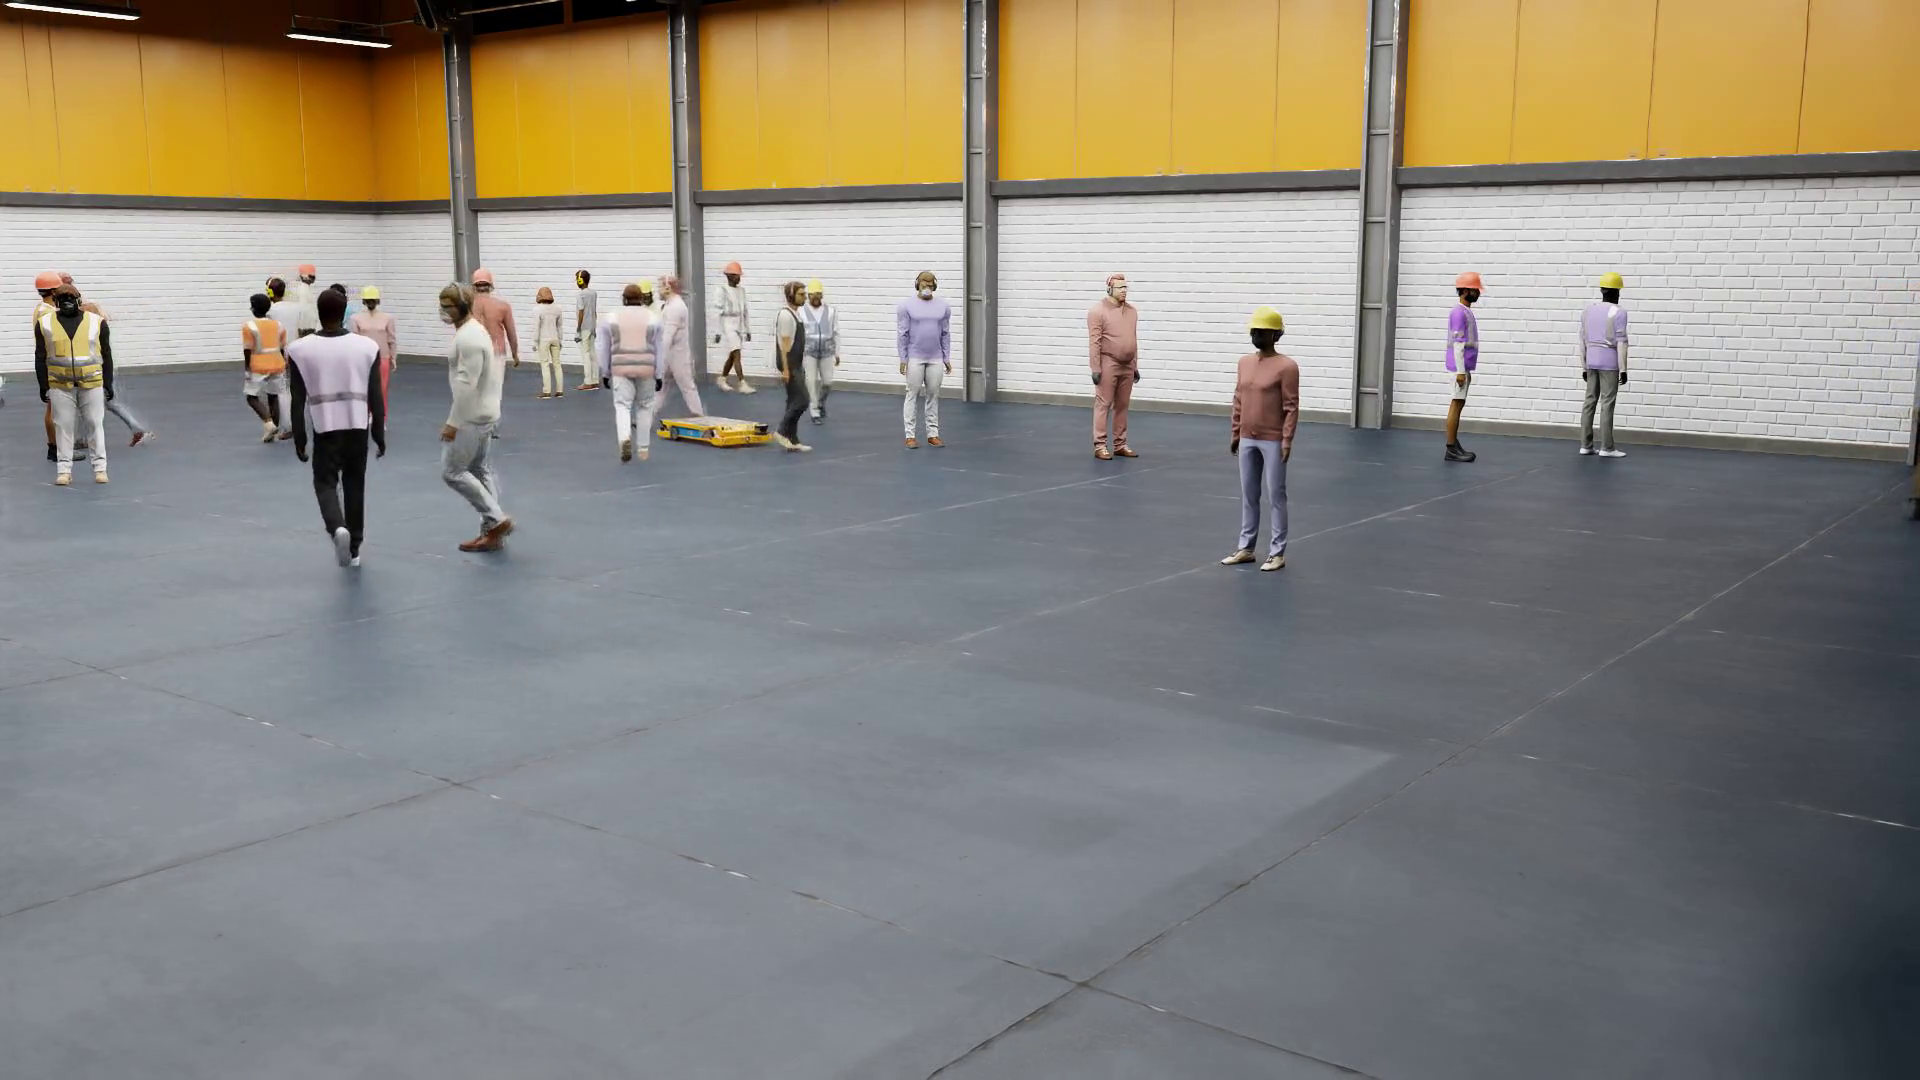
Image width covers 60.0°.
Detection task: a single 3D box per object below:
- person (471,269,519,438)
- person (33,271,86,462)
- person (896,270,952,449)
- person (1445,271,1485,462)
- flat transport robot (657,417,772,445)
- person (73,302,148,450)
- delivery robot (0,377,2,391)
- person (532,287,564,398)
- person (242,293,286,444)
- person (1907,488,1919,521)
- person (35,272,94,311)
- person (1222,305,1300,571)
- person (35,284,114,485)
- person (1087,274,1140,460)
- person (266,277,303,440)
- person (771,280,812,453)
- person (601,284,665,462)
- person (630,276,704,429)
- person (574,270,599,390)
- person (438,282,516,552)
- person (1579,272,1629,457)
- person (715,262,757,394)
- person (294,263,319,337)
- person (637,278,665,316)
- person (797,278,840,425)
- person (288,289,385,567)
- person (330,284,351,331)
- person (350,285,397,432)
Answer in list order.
[{"bbox_3d":[-5.472,-2.160,19.272,0.623,1.951,1.020,-1,10,-3],"label":"person"},{"bbox_3d":[-9.231,-1.771,17.000,0.349,1.940,0.551,-7,12,-36],"label":"person"},{"bbox_3d":[-0.384,-1.965,18.158,0.627,1.934,0.371,-4,10,-21],"label":"person"},{"bbox_3d":[5.151,-1.772,17.016,0.351,1.941,0.545,4,10,21],"label":"person"},{"bbox_3d":[-2.787,-1.243,18.788,0.652,0.197,1.431,-8,13,-39],"label":"flat transport robot"},{"bbox_3d":[-9.290,-1.773,18.011,0.789,1.602,0.500,-1,10,-6],"label":"person"},{"bbox_3d":[-13.599,-2.138,22.898,0.707,0.478,0.477,-7,12,-35],"label":"delivery robot"},{"bbox_3d":[-6.066,-2.901,24.476,0.268,1.632,0.507,9,13,41],"label":"person"},{"bbox_3d":[-7.675,-1.885,18.412,0.434,1.687,0.543,7,12,34],"label":"person"},{"bbox_3d":[8.011,-1.074,13.108,0.993,1.883,0.568,1,10,5],"label":"person"},{"bbox_3d":[-10.395,-2.155,19.392,0.686,1.898,0.395,-7,12,-37],"label":"person"},{"bbox_3d":[2.023,-0.679,11.144,0.311,1.772,0.523,-8,13,-40],"label":"person"},{"bbox_3d":[-8.123,-1.425,15.279,0.635,1.842,0.429,-4,11,-24],"label":"person"},{"bbox_3d":[1.614,-1.785,17.187,0.651,1.907,0.409,-8,12,-38],"label":"person"},{"bbox_3d":[-7.770,-2.063,18.978,0.606,1.849,0.557,7,12,34],"label":"person"},{"bbox_3d":[-1.741,-1.821,17.605,0.402,1.832,0.547,1,10,7],"label":"person"},{"bbox_3d":[-3.308,-1.678,16.842,0.642,1.816,0.749,-2,10,-9],"label":"person"},{"bbox_3d":[-3.442,-2.153,19.483,0.965,1.856,0.642,-3,10,-16],"label":"person"},{"bbox_3d":[-5.839,-3.268,25.930,0.328,1.872,0.511,3,10,18],"label":"person"},{"bbox_3d":[-3.417,-0.828,11.581,0.463,1.915,0.642,-3,10,-17],"label":"person"},{"bbox_3d":[6.725,-1.825,17.354,0.370,1.929,0.585,-5,11,-27],"label":"person"},{"bbox_3d":[-3.458,-3.237,25.377,0.945,2.007,0.623,6,12,33],"label":"person"},{"bbox_3d":[-10.294,-3.358,26.154,0.542,1.979,0.618,-3,10,-18],"label":"person"},{"bbox_3d":[-4.172,-2.613,22.357,0.605,1.798,0.528,-4,11,-23],"label":"person"},{"bbox_3d":[-1.789,-2.341,20.681,0.611,1.813,0.440,-3,10,-16],"label":"person"},{"bbox_3d":[-4.132,-0.724,11.092,0.598,1.889,0.659,-5,11,-27],"label":"person"},{"bbox_3d":[-9.342,-2.984,24.883,0.808,1.661,0.540,-6,11,-29],"label":"person"},{"bbox_3d":[-6.977,-2.158,19.821,0.525,1.755,0.382,-3,10,-20],"label":"person"}]
